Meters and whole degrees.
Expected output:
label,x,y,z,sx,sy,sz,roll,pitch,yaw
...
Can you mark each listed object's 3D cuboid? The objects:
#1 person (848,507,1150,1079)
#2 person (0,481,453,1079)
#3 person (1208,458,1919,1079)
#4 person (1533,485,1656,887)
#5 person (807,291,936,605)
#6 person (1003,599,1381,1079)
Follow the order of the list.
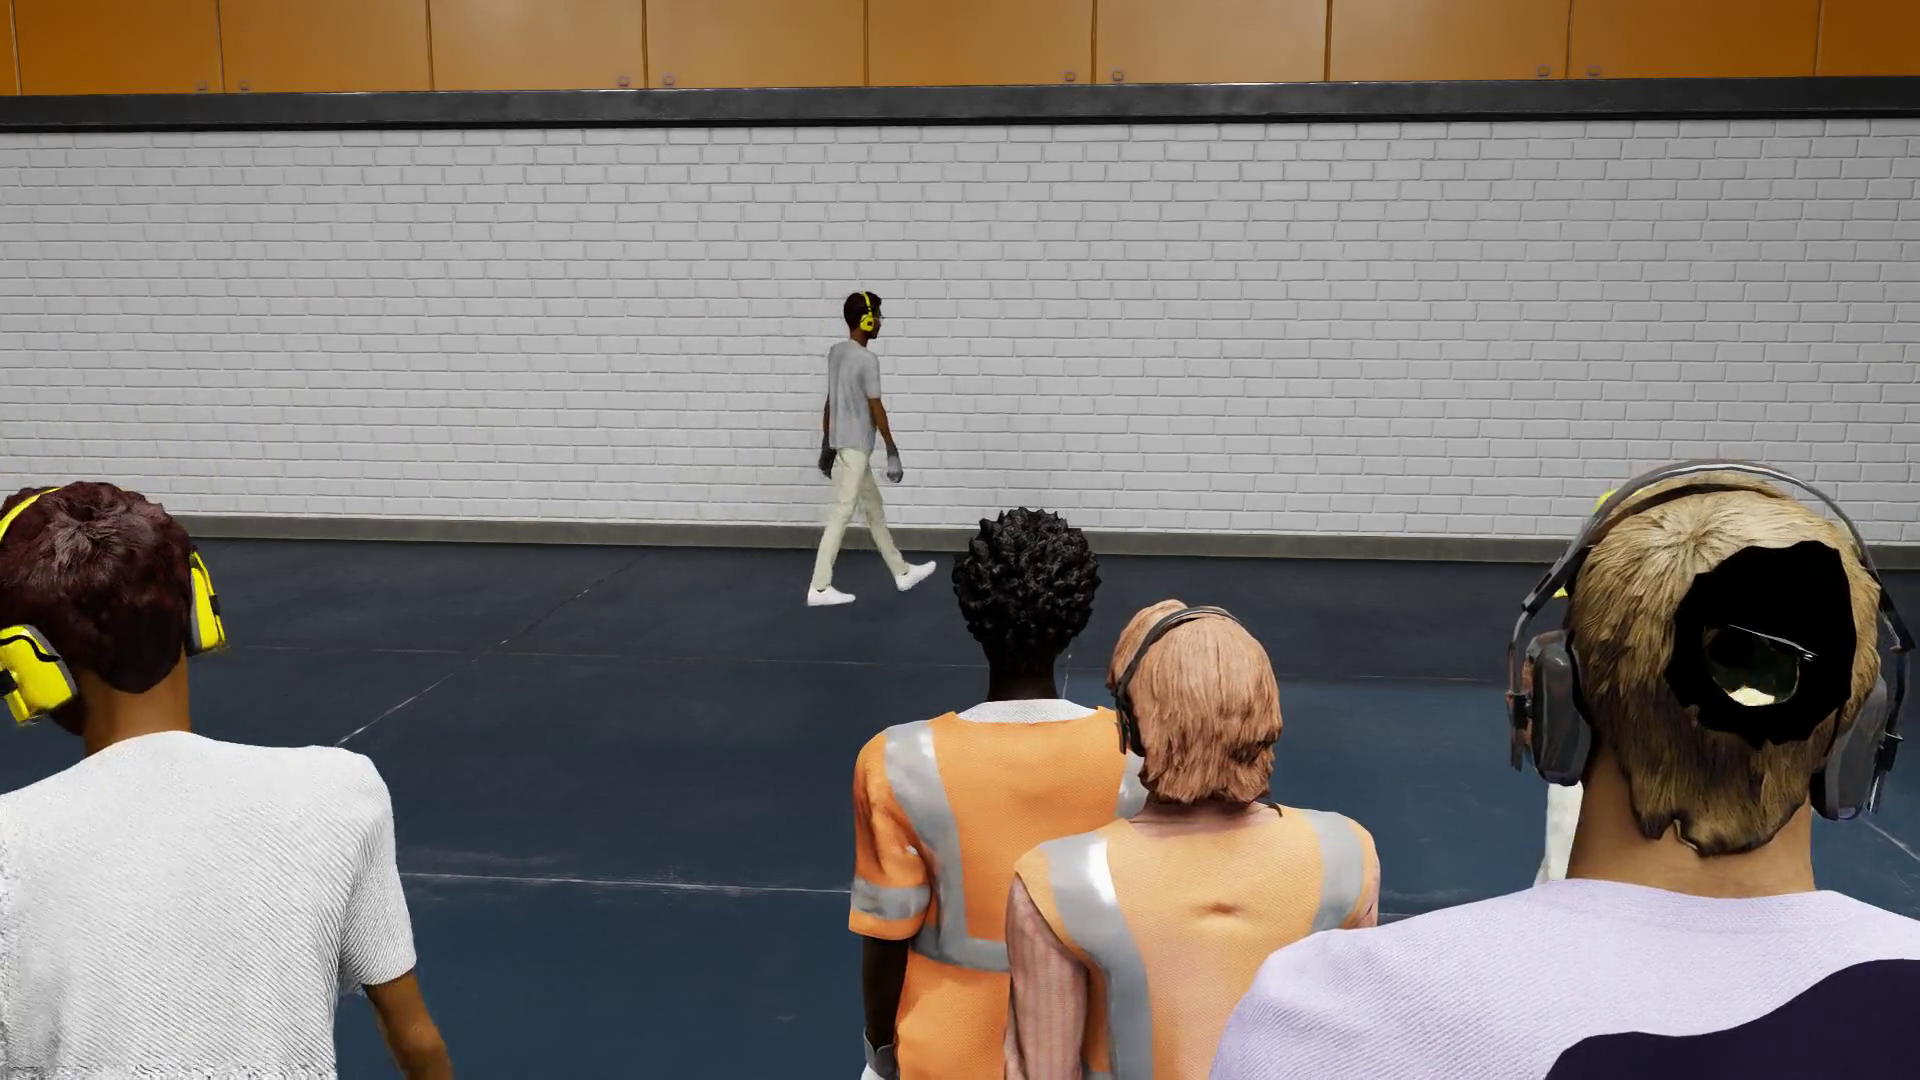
label,x,y,z,sx,sy,sz,roll,pitch,yaw
person,0.096,0.793,2.556,0.540,1.696,0.316,-2,10,-10
person,-0.808,0.849,1.836,0.659,1.832,0.570,-7,12,-35
person,0.487,0.904,1.228,0.631,1.940,0.372,1,10,8
person,1.077,0.801,2.391,0.550,1.734,0.739,-8,12,-37
person,-0.508,-0.535,9.782,0.945,1.820,0.561,-5,11,-27
person,0.297,0.889,2.168,0.514,1.641,0.307,-3,10,-16
